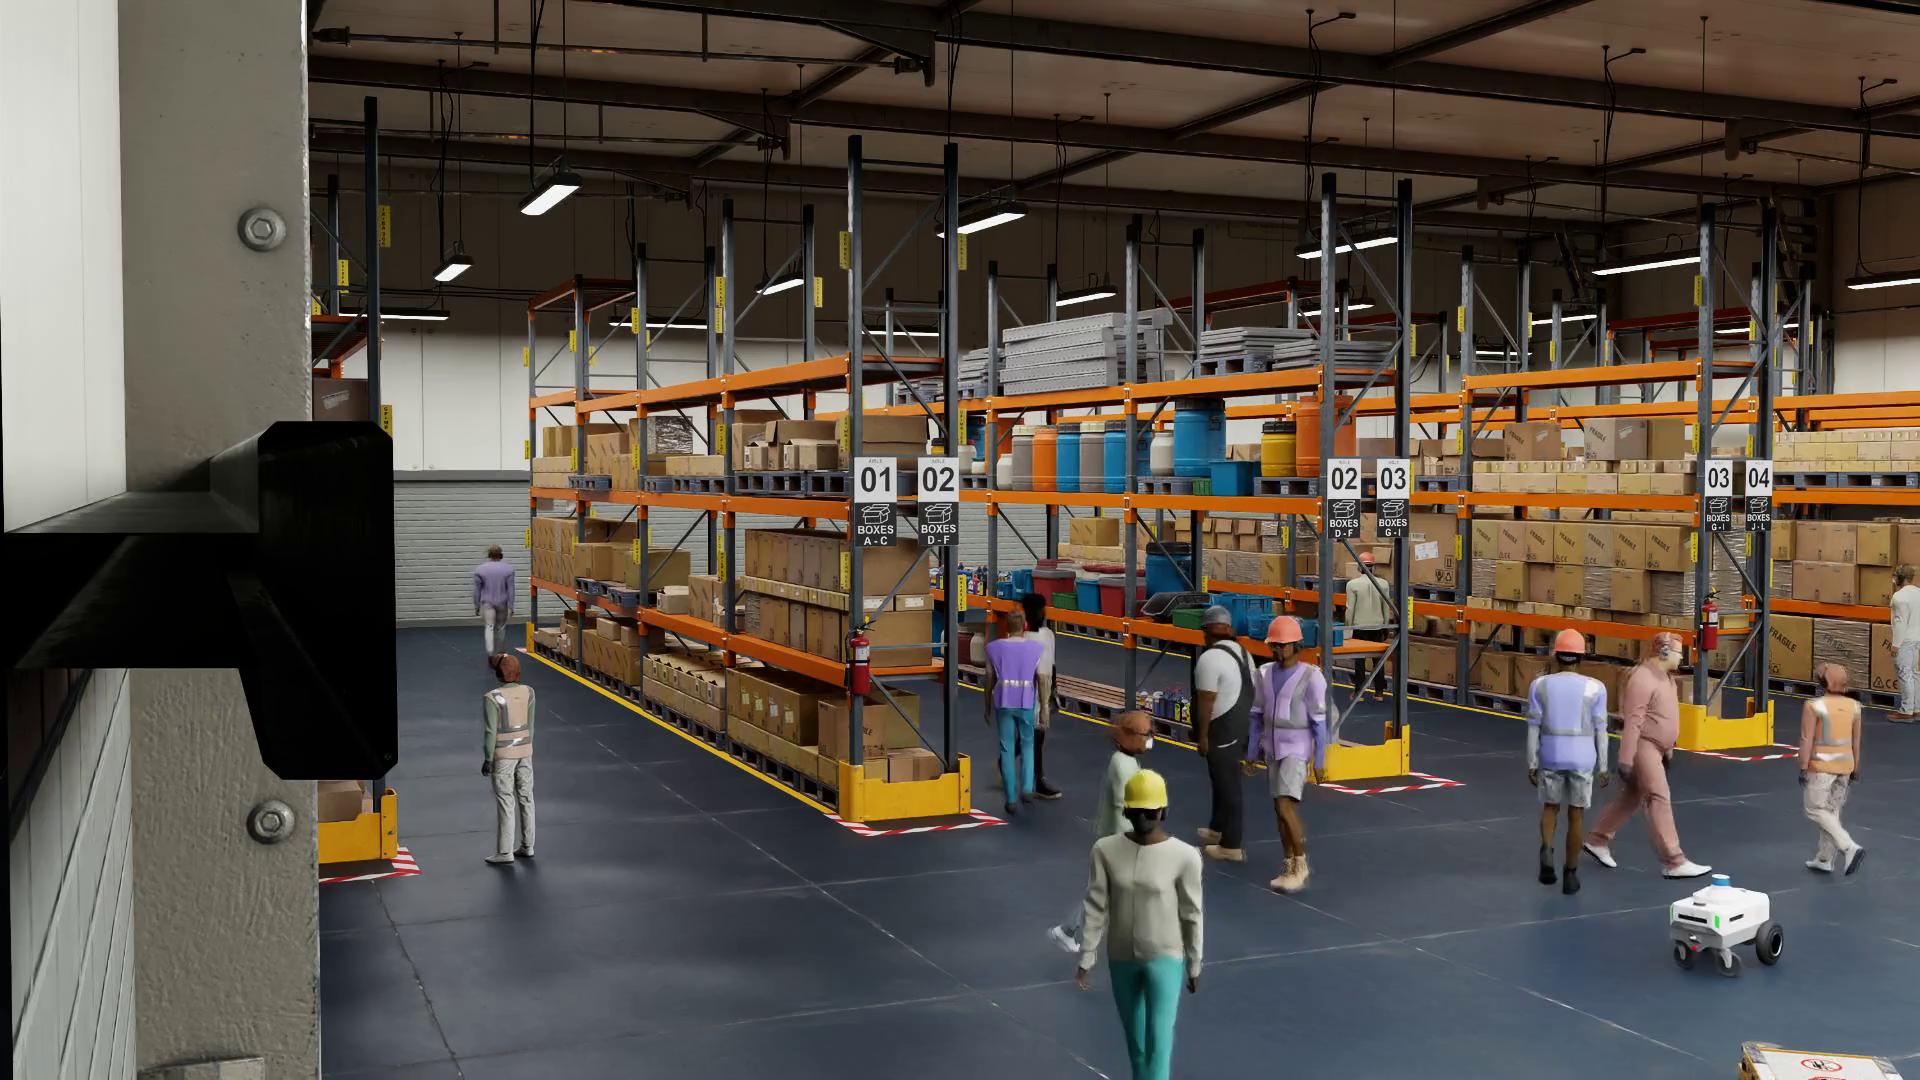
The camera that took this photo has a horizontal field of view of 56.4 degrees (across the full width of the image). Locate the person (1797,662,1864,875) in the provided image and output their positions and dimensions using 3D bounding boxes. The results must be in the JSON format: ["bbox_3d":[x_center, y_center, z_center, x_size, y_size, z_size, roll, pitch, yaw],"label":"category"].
[{"bbox_3d":[6.612,1.738,13.538,0.524,1.619,0.588,-1,2,-17],"label":"person"}]

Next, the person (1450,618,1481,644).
[{"bbox_3d":[7.660,1.215,27.324,0.505,1.610,0.622,-1,2,-20],"label":"person"}]

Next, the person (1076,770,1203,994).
[{"bbox_3d":[0.789,1.902,8.016,0.529,1.731,0.868,1,2,24],"label":"person"}]

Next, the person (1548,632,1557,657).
[{"bbox_3d":[8.540,1.160,25.346,0.576,1.882,0.355,-1,2,-26],"label":"person"}]

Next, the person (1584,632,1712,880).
[{"bbox_3d":[5.229,1.623,13.706,0.948,1.861,0.691,1,3,34],"label":"person"}]

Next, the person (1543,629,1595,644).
[{"bbox_3d":[8.207,1.241,24.017,0.637,1.808,0.824,-1,2,-16],"label":"person"}]

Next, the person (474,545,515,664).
[{"bbox_3d":[-7.438,1.026,28.645,0.637,1.902,1.002,0,2,-11],"label":"person"}]

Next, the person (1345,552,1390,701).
[{"bbox_3d":[5.445,1.157,23.989,0.619,1.990,0.395,0,2,-7],"label":"person"}]

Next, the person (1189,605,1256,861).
[{"bbox_3d":[2.090,1.519,14.479,0.700,2.000,0.704,2,3,35],"label":"person"}]

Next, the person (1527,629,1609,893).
[{"bbox_3d":[4.452,1.612,13.130,0.552,1.919,0.483,1,2,27],"label":"person"}]

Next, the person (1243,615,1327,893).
[{"bbox_3d":[2.352,1.563,13.087,0.525,2.026,0.610,-2,3,-36],"label":"person"}]

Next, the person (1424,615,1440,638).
[{"bbox_3d":[7.661,0.971,28.948,0.628,1.989,1.042,-1,2,-14],"label":"person"}]

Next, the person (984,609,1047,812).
[{"bbox_3d":[0.500,1.538,16.349,0.567,1.818,0.602,0,2,-1],"label":"person"}]

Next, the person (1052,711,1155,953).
[{"bbox_3d":[0.914,1.841,11.135,0.620,1.597,0.509,1,2,19],"label":"person"}]

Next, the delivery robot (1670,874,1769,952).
[{"bbox_3d":[4.733,2.332,11.159,0.707,0.478,0.477,-2,3,-41],"label":"delivery robot"}]

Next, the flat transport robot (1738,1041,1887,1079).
[{"bbox_3d":[4.048,2.629,8.249,0.652,0.197,1.431,1,2,15],"label":"flat transport robot"}]

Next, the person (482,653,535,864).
[{"bbox_3d":[-3.539,1.710,14.069,0.314,1.642,0.514,1,3,33],"label":"person"}]

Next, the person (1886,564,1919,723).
[{"bbox_3d":[11.607,1.260,21.985,0.635,1.937,0.352,-2,3,-41],"label":"person"}]

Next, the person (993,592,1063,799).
[{"bbox_3d":[0.644,1.452,17.058,0.842,1.933,0.612,2,3,40],"label":"person"}]
